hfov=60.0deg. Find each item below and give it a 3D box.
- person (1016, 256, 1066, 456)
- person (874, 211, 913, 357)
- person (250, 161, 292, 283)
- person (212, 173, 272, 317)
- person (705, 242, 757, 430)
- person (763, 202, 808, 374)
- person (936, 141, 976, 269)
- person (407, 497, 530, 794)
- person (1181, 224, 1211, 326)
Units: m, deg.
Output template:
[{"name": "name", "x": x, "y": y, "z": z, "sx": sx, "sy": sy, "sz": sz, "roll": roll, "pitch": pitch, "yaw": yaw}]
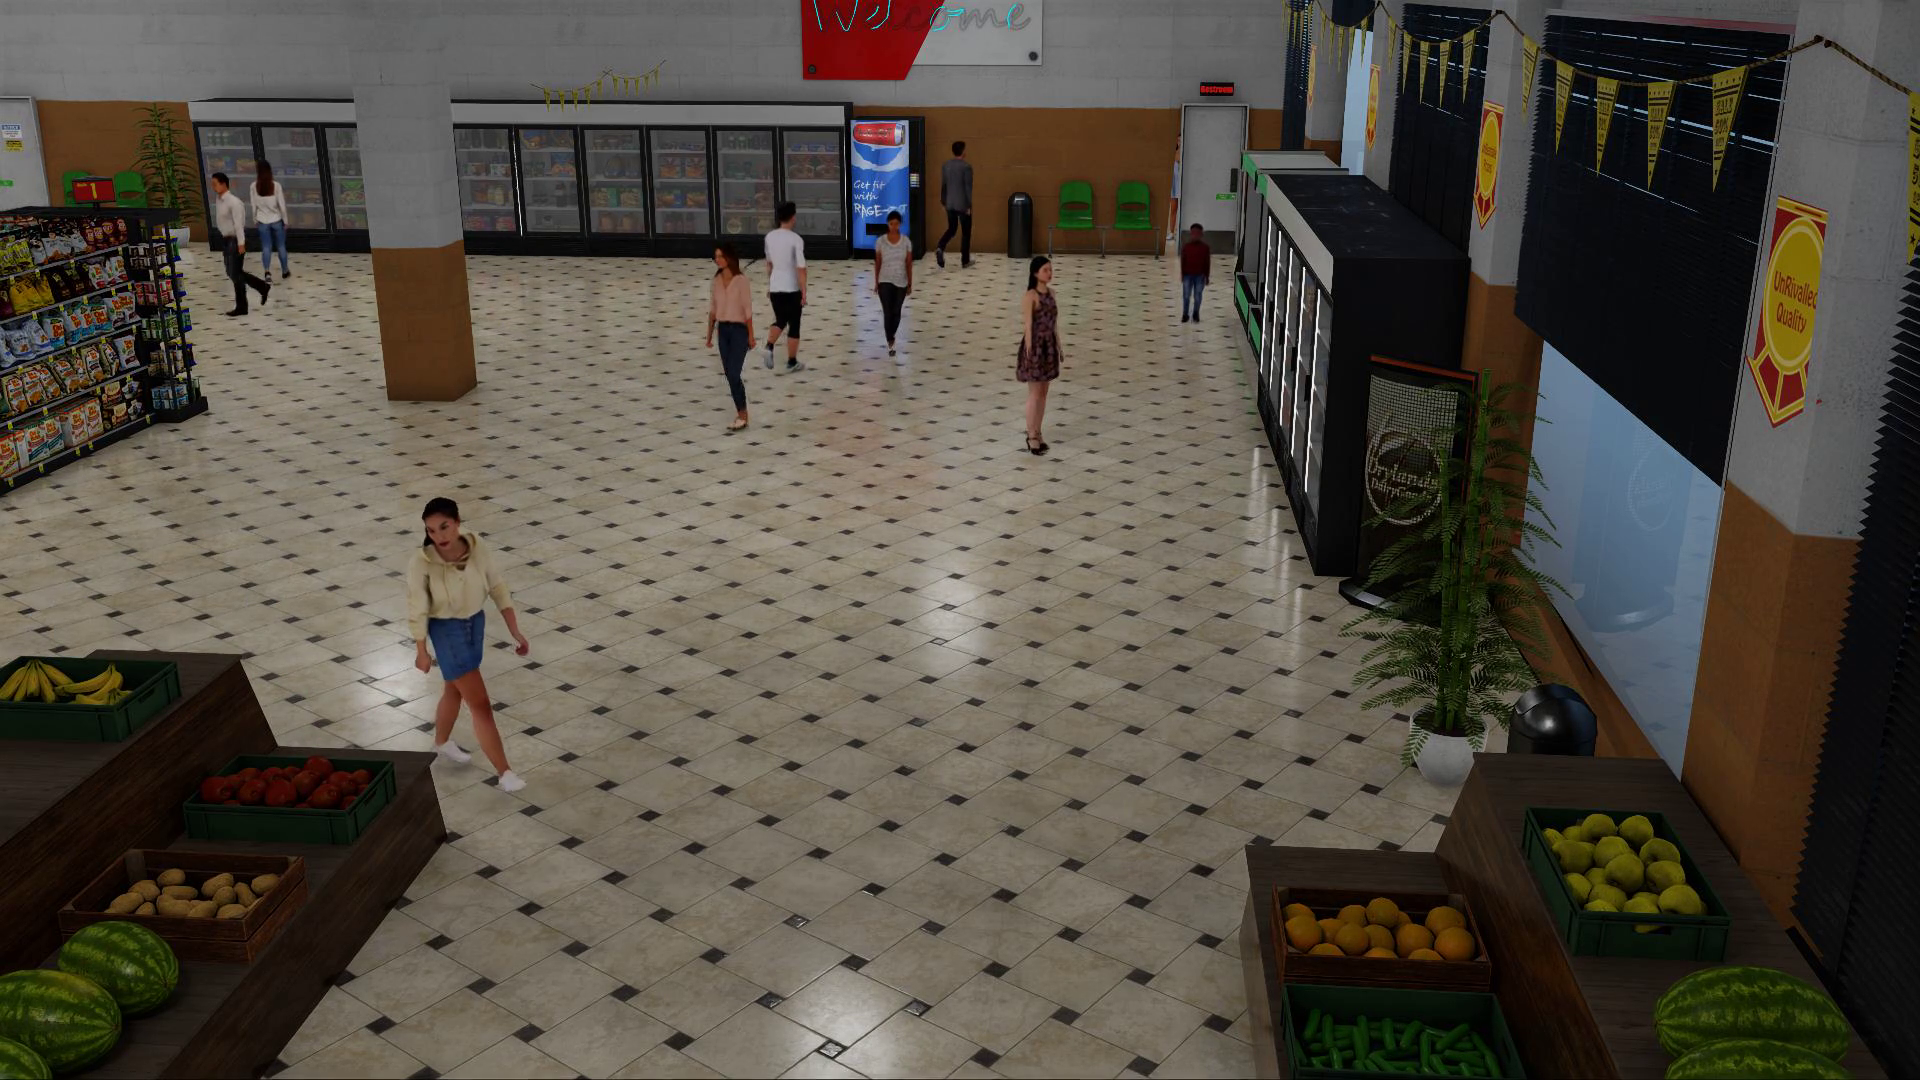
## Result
[{"name": "person", "x": 0.701, "y": -1.672, "z": 14.978, "sx": 0.857, "sy": 1.772, "sz": 0.781, "roll": 14, "pitch": 23, "yaw": 35}, {"name": "person", "x": -0.758, "y": -2.915, "z": 18.950, "sx": 0.757, "sy": 1.588, "sz": 1.189, "roll": -2, "pitch": 19, "yaw": -6}, {"name": "person", "x": -9.698, "y": -4.449, "z": 23.361, "sx": 0.787, "sy": 1.678, "sz": 1.018, "roll": -4, "pitch": 19, "yaw": -11}, {"name": "person", "x": -9.128, "y": -3.762, "z": 21.155, "sx": 0.982, "sy": 1.784, "sz": 1.079, "roll": 14, "pitch": 23, "yaw": 35}, {"name": "person", "x": -2.087, "y": -1.936, "z": 15.743, "sx": 0.729, "sy": 1.783, "sz": 0.742, "roll": 11, "pitch": 22, "yaw": 30}, {"name": "person", "x": -1.926, "y": -2.681, "z": 17.873, "sx": 0.849, "sy": 1.833, "sz": 0.980, "roll": 9, "pitch": 21, "yaw": 26}, {"name": "person", "x": -0.065, "y": -4.889, "z": 24.389, "sx": 0.990, "sy": 1.854, "sz": 1.166, "roll": 12, "pitch": 22, "yaw": 31}, {"name": "person", "x": -2.677, "y": 0.530, "z": 8.745, "sx": 1.055, "sy": 1.581, "sz": 1.123, "roll": 12, "pitch": 22, "yaw": 32}, {"name": "person", "x": 2.919, "y": -3.294, "z": 20.629, "sx": 0.554, "sy": 1.234, "sz": 0.788, "roll": 3, "pitch": 19, "yaw": 9}]
